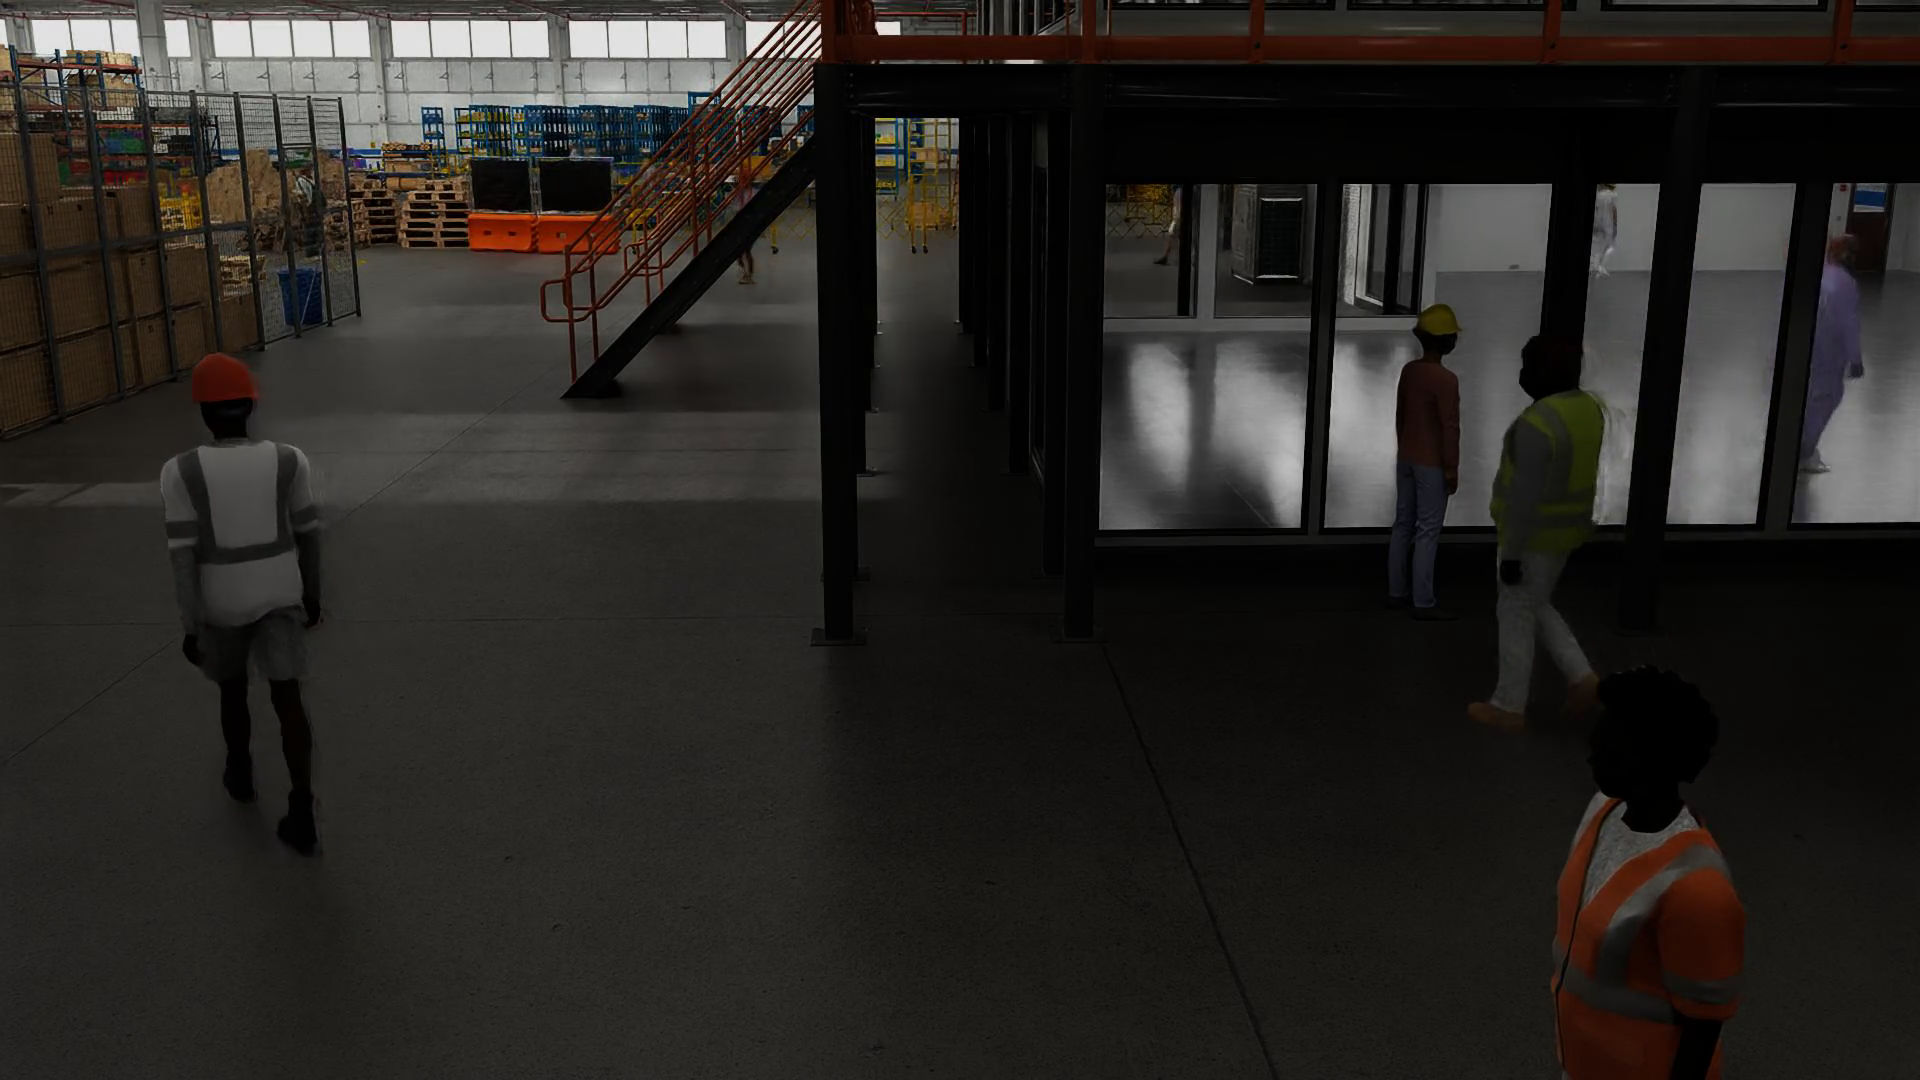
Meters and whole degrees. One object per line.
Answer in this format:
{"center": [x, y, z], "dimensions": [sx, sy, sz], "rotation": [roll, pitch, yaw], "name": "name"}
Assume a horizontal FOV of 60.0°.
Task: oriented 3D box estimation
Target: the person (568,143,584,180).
{"center": [-17.718, -17.325, 76.580], "dimensions": [0.693, 1.893, 0.641], "rotation": [-1, 14, -2], "name": "person"}

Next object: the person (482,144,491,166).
{"center": [-23.550, -18.772, 82.570], "dimensions": [0.991, 1.789, 0.589], "rotation": [-4, 15, -17], "name": "person"}

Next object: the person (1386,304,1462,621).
{"center": [2.621, -0.431, 9.309], "dimensions": [0.304, 1.772, 0.529], "rotation": [-5, 15, -18], "name": "person"}

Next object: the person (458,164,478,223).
{"center": [-12.755, -8.872, 43.114], "dimensions": [0.551, 1.729, 0.422], "rotation": [-9, 16, -31], "name": "person"}

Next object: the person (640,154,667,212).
{"center": [-9.680, -11.250, 52.453], "dimensions": [0.972, 1.828, 0.517], "rotation": [-2, 14, -8], "name": "person"}

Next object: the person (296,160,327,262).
{"center": [-13.114, -6.676, 33.719], "dimensions": [0.536, 2.000, 0.688], "rotation": [-1, 14, -3], "name": "person"}

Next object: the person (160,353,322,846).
{"center": [-2.764, 0.217, 6.489], "dimensions": [0.564, 1.888, 0.986], "rotation": [-9, 17, -32], "name": "person"}

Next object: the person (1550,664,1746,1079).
{"center": [1.371, 1.076, 3.431], "dimensions": [0.317, 1.695, 0.540], "rotation": [-1, 14, -2], "name": "person"}

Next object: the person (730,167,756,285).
{"center": [-3.768, -5.430, 28.768], "dimensions": [0.650, 2.023, 0.469], "rotation": [12, 18, 39], "name": "person"}

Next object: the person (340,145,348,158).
{"center": [-30.579, -18.744, 82.541], "dimensions": [0.339, 1.747, 0.564], "rotation": [4, 15, 17], "name": "person"}

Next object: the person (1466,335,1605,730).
{"center": [2.625, -0.007, 7.485], "dimensions": [0.645, 1.832, 0.505], "rotation": [-13, 19, -42], "name": "person"}

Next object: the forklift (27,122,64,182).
{"center": [-35.376, -14.773, 64.377], "dimensions": [1.129, 2.768, 1.873], "rotation": [-1, 14, -2], "name": "forklift"}

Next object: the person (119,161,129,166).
{"center": [-32.055, -14.125, 63.721], "dimensions": [0.621, 1.926, 0.661], "rotation": [11, 18, 39], "name": "person"}
